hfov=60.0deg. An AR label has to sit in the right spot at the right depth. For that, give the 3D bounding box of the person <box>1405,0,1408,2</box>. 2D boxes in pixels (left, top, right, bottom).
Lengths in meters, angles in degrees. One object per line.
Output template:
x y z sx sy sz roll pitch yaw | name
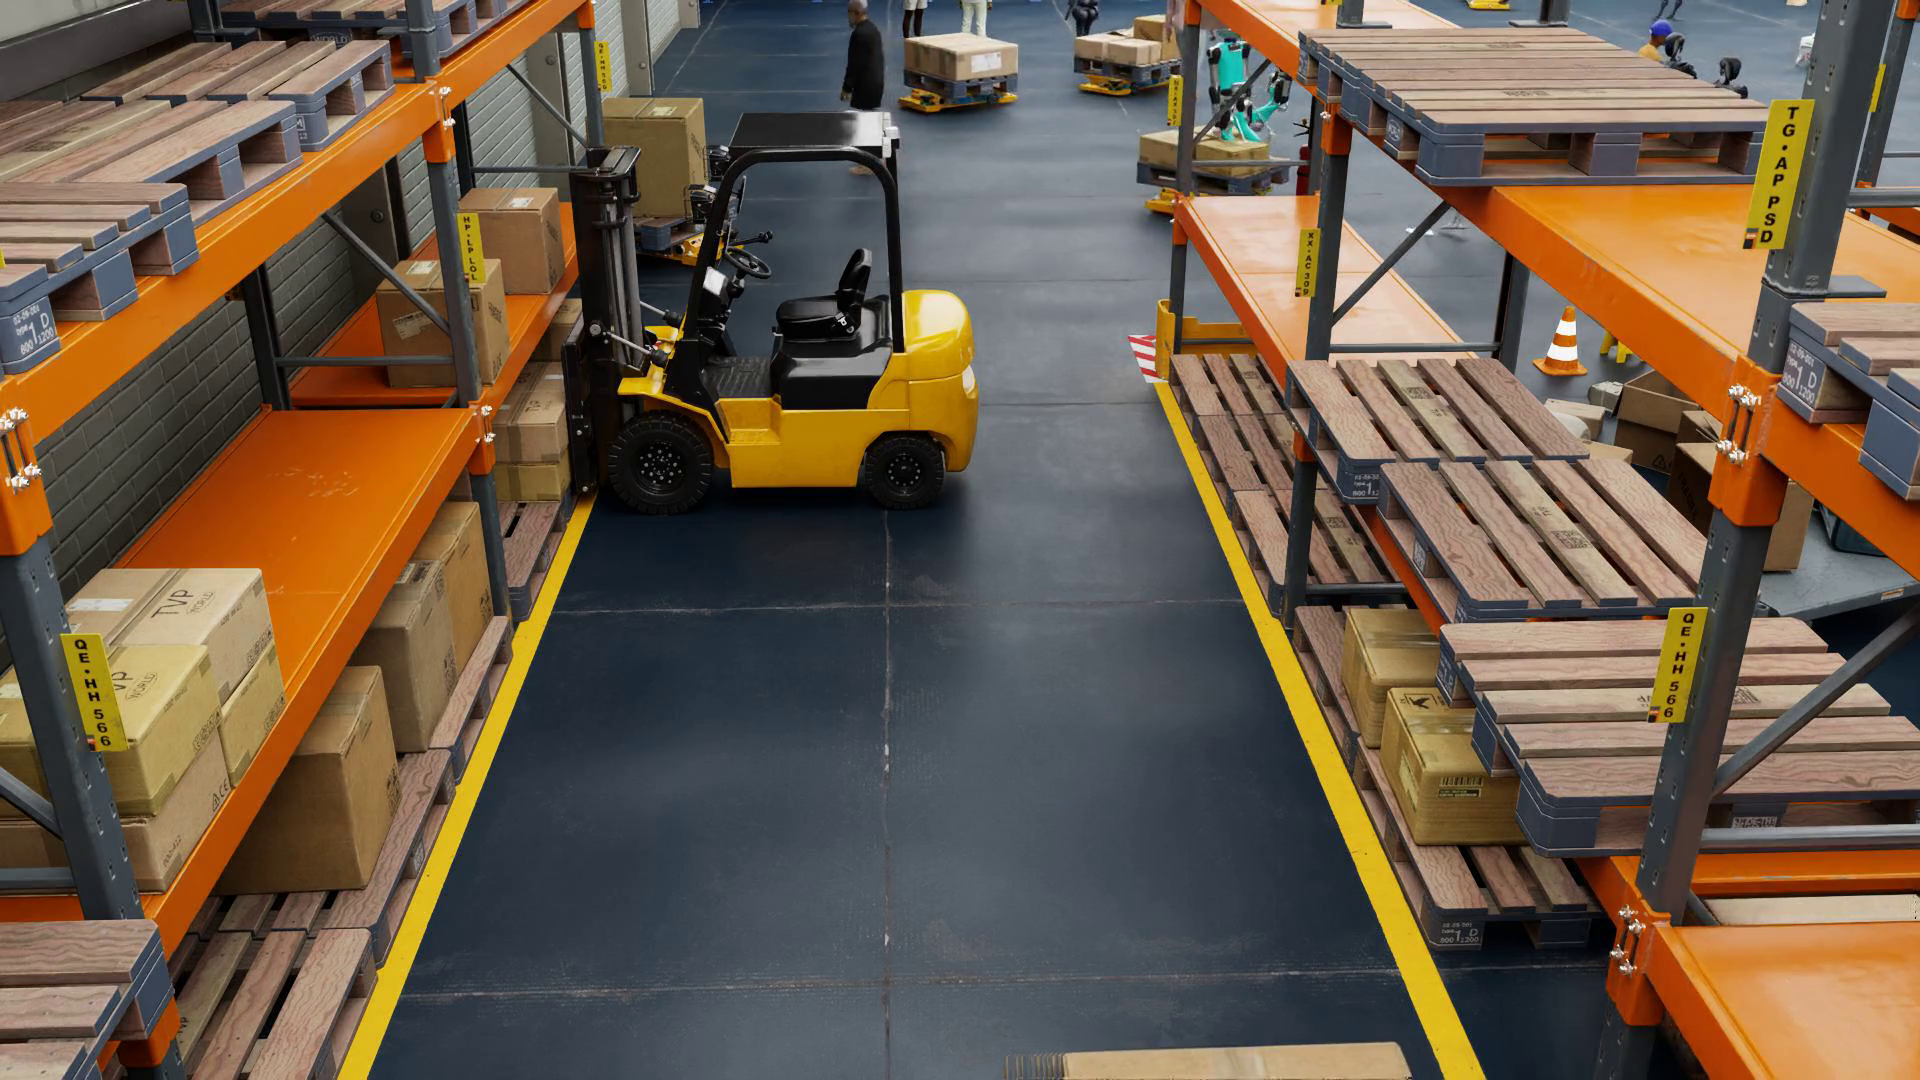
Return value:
6.654 -8.329 25.106 0.389 1.837 0.564 19 31 35 | person

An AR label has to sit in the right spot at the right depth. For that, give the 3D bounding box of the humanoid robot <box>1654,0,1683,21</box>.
12.048 -9.524 27.841 0.626 1.638 0.390 -9 27 -18 | humanoid robot

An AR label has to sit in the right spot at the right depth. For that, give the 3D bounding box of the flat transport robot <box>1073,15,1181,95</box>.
2.318 -6.212 22.458 0.659 0.231 1.431 23 34 40 | flat transport robot

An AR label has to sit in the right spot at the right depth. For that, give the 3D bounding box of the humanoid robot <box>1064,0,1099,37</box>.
1.764 -7.666 23.896 0.591 1.653 0.394 -20 32 -36 | humanoid robot

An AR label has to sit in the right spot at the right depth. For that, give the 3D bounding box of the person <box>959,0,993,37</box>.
0.234 -7.980 24.473 0.566 1.743 0.346 10 27 21 | person

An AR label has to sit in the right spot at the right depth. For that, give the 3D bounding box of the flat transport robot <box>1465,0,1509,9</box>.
9.476 -9.756 29.963 0.659 0.231 1.431 4 26 9 | flat transport robot

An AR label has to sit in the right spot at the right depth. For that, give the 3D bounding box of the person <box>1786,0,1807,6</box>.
15.136 -10.554 29.765 0.384 1.888 0.527 15 29 29 | person

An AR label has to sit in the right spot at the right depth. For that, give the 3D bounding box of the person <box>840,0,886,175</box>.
-1.005 -4.787 17.614 0.418 1.842 0.563 7 26 14 | person

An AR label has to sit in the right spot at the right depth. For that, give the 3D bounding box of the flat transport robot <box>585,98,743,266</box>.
-2.746 -2.729 15.082 1.431 0.231 0.659 12 28 24 | flat transport robot

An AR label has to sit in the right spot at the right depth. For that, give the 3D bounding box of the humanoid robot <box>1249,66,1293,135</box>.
3.245 -4.687 17.629 0.799 1.865 0.553 -1 25 -1 | humanoid robot

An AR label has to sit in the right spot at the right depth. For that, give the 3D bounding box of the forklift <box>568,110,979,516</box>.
-1.043 -1.379 9.976 2.313 2.155 1.214 -1 25 -2 | forklift

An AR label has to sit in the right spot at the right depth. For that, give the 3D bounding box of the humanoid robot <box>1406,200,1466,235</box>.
4.555 -3.623 15.236 0.725 1.765 0.557 10 27 20 | humanoid robot

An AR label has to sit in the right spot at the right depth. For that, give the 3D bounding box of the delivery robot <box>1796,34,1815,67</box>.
12.479 -7.120 24.029 0.753 0.579 0.499 -15 29 -29 | delivery robot

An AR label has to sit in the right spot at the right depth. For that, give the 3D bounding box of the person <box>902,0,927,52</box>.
-0.663 -8.292 24.955 0.379 1.899 0.543 21 33 38 | person

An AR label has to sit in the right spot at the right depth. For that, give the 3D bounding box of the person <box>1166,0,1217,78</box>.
2.860 -6.466 21.082 0.713 1.915 0.740 16 30 30 | person

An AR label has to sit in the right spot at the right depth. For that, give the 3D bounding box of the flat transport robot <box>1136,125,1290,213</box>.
2.525 -3.493 16.700 0.659 0.231 1.431 18 31 34 | flat transport robot

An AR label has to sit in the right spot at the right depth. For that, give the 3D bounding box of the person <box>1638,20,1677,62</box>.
7.024 -4.444 17.024 0.402 1.707 0.505 3 25 5 | person

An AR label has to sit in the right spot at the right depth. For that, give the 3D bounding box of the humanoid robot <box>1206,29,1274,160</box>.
2.768 -4.104 16.250 0.530 1.747 0.741 -19 31 -35 | humanoid robot

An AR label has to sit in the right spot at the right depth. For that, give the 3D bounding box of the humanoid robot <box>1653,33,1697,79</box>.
7.095 -4.211 16.577 0.556 1.644 0.600 -19 31 -35 | humanoid robot

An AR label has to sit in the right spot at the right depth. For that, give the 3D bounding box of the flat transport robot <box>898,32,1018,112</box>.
-0.023 -5.720 21.416 1.431 0.231 0.659 -16 30 -30 | flat transport robot

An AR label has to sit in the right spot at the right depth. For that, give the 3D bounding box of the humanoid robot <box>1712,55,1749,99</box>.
6.974 -3.687 15.484 0.591 1.639 0.660 -8 27 -17 | humanoid robot
